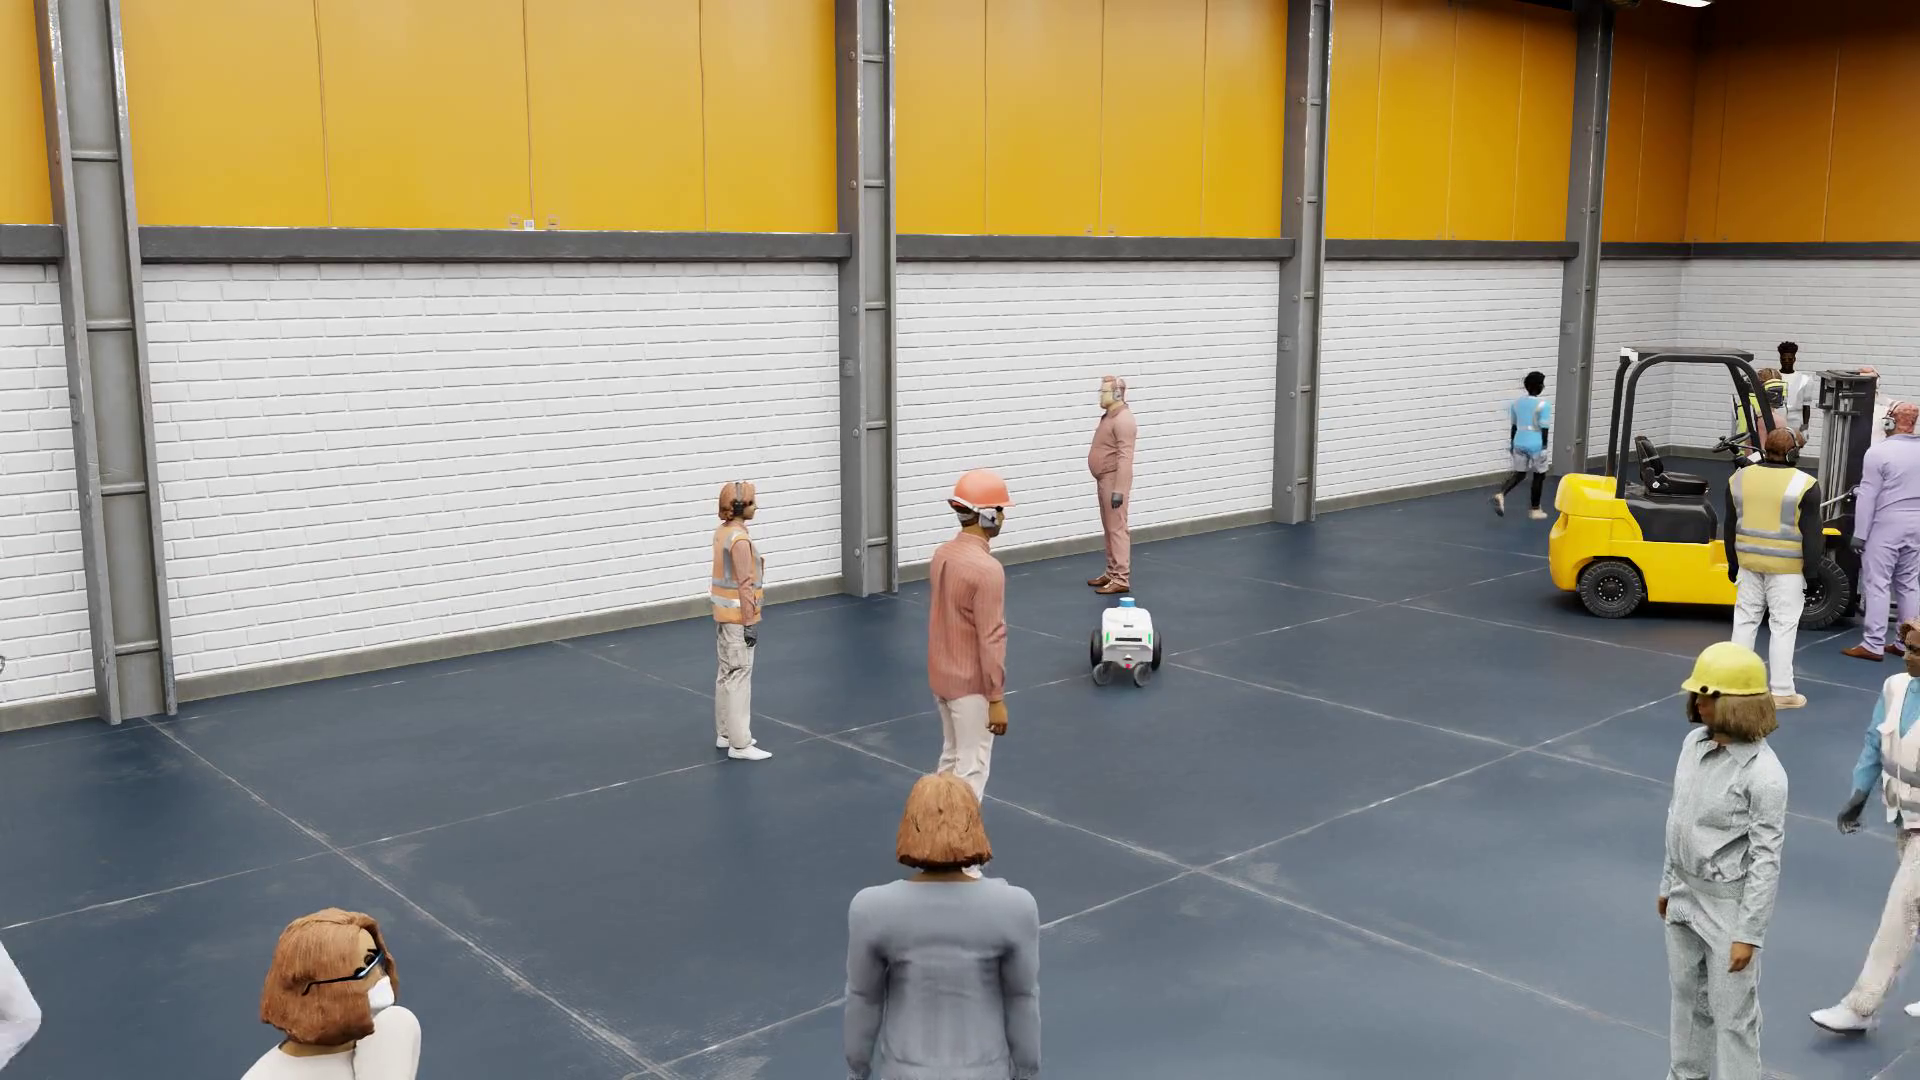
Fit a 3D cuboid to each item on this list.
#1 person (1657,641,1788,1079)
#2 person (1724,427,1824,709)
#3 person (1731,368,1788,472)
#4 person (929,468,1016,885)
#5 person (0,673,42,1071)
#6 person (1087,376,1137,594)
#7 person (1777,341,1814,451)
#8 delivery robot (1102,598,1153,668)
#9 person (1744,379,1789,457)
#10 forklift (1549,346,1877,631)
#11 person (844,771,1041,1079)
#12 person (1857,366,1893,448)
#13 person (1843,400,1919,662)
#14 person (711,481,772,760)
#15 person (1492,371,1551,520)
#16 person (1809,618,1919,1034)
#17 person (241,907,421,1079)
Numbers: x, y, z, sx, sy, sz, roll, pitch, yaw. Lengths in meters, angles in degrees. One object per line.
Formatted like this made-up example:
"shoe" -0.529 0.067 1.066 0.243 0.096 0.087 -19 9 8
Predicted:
"person" 2.404 1.175 5.328 0.295 1.745 0.486 -2 10 -10
"person" 5.324 0.177 10.883 0.429 1.842 0.636 -7 12 -34
"person" 7.961 -0.786 16.530 0.429 1.840 0.637 -3 10 -20
"person" 0.065 0.656 7.680 0.415 1.983 0.628 -4 10 -20
"person" -3.094 1.152 5.182 0.405 1.843 0.572 -7 12 -36
"person" 1.320 -0.486 14.576 0.408 1.906 0.653 -1 10 -5
"person" 9.526 -1.320 19.284 0.602 1.966 0.368 4 10 22
"delivery robot" 1.167 0.647 11.623 0.477 0.478 0.707 1 10 4
"person" 7.769 -0.666 16.039 0.318 1.769 0.522 -2 10 -10
"forklift" 6.109 -0.478 13.691 2.313 2.155 1.214 3 10 16
"person" -0.048 1.402 4.342 0.519 1.628 0.283 0 10 2
"person" 8.521 -0.691 15.778 0.641 1.908 0.407 6 11 30
"person" 6.812 -0.068 12.167 0.646 1.902 0.397 -3 10 -15
"person" -1.303 0.469 9.768 0.308 1.639 0.524 -4 10 -22
"person" 6.286 -1.038 18.488 0.661 1.678 0.540 -6 11 -29
"person" 3.563 1.078 6.296 0.821 1.602 0.513 -1 10 -4
"person" -1.269 1.548 3.459 0.277 1.636 0.503 4 11 23
